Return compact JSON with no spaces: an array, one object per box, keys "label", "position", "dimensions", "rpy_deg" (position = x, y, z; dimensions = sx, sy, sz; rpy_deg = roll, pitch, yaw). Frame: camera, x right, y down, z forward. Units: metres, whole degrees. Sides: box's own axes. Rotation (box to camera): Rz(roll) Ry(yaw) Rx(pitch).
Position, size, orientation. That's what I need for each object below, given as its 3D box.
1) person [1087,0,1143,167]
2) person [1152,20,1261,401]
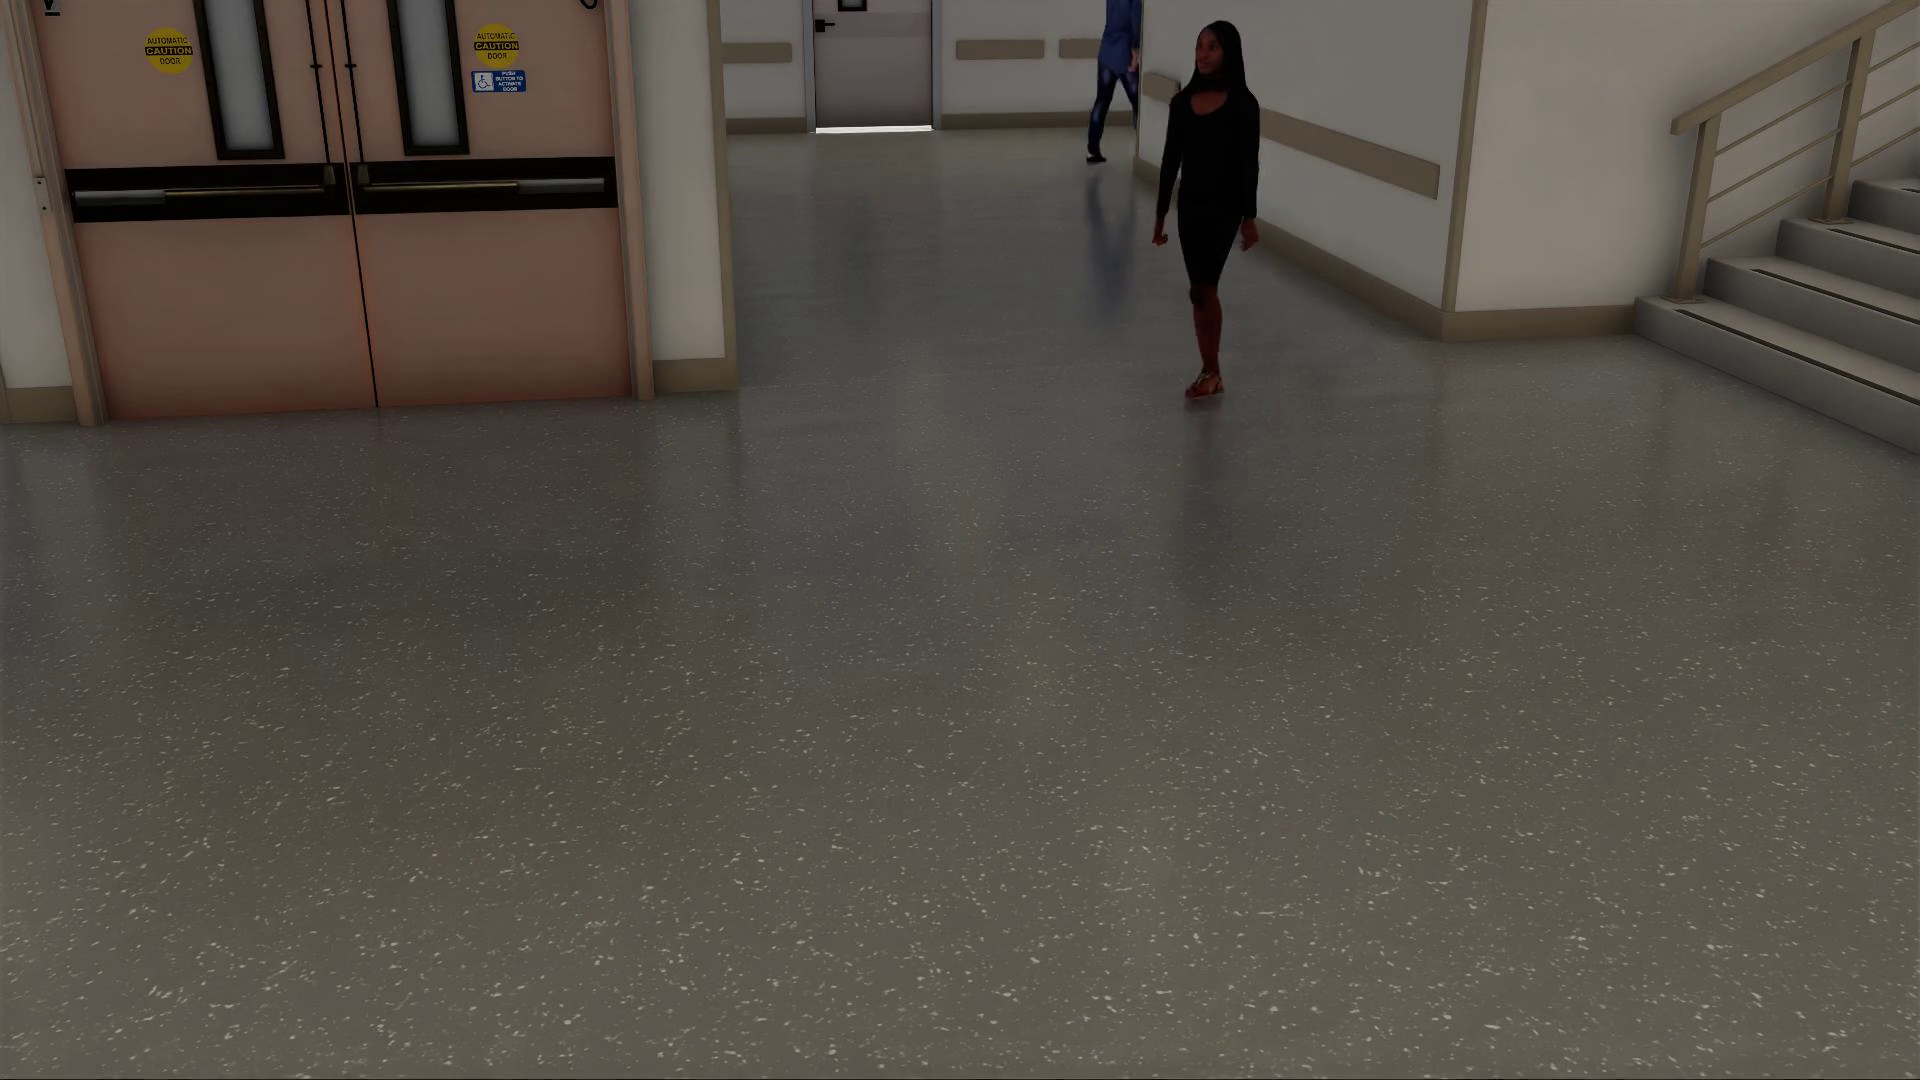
[{"label":"person","position":[1.352,-4.149,14.580],"dimensions":[1.124,1.773,1.268],"rpy_deg":[18,27,39]},{"label":"person","position":[1.196,-1.490,7.645],"dimensions":[0.753,1.713,0.791],"rpy_deg":[19,28,41]}]
